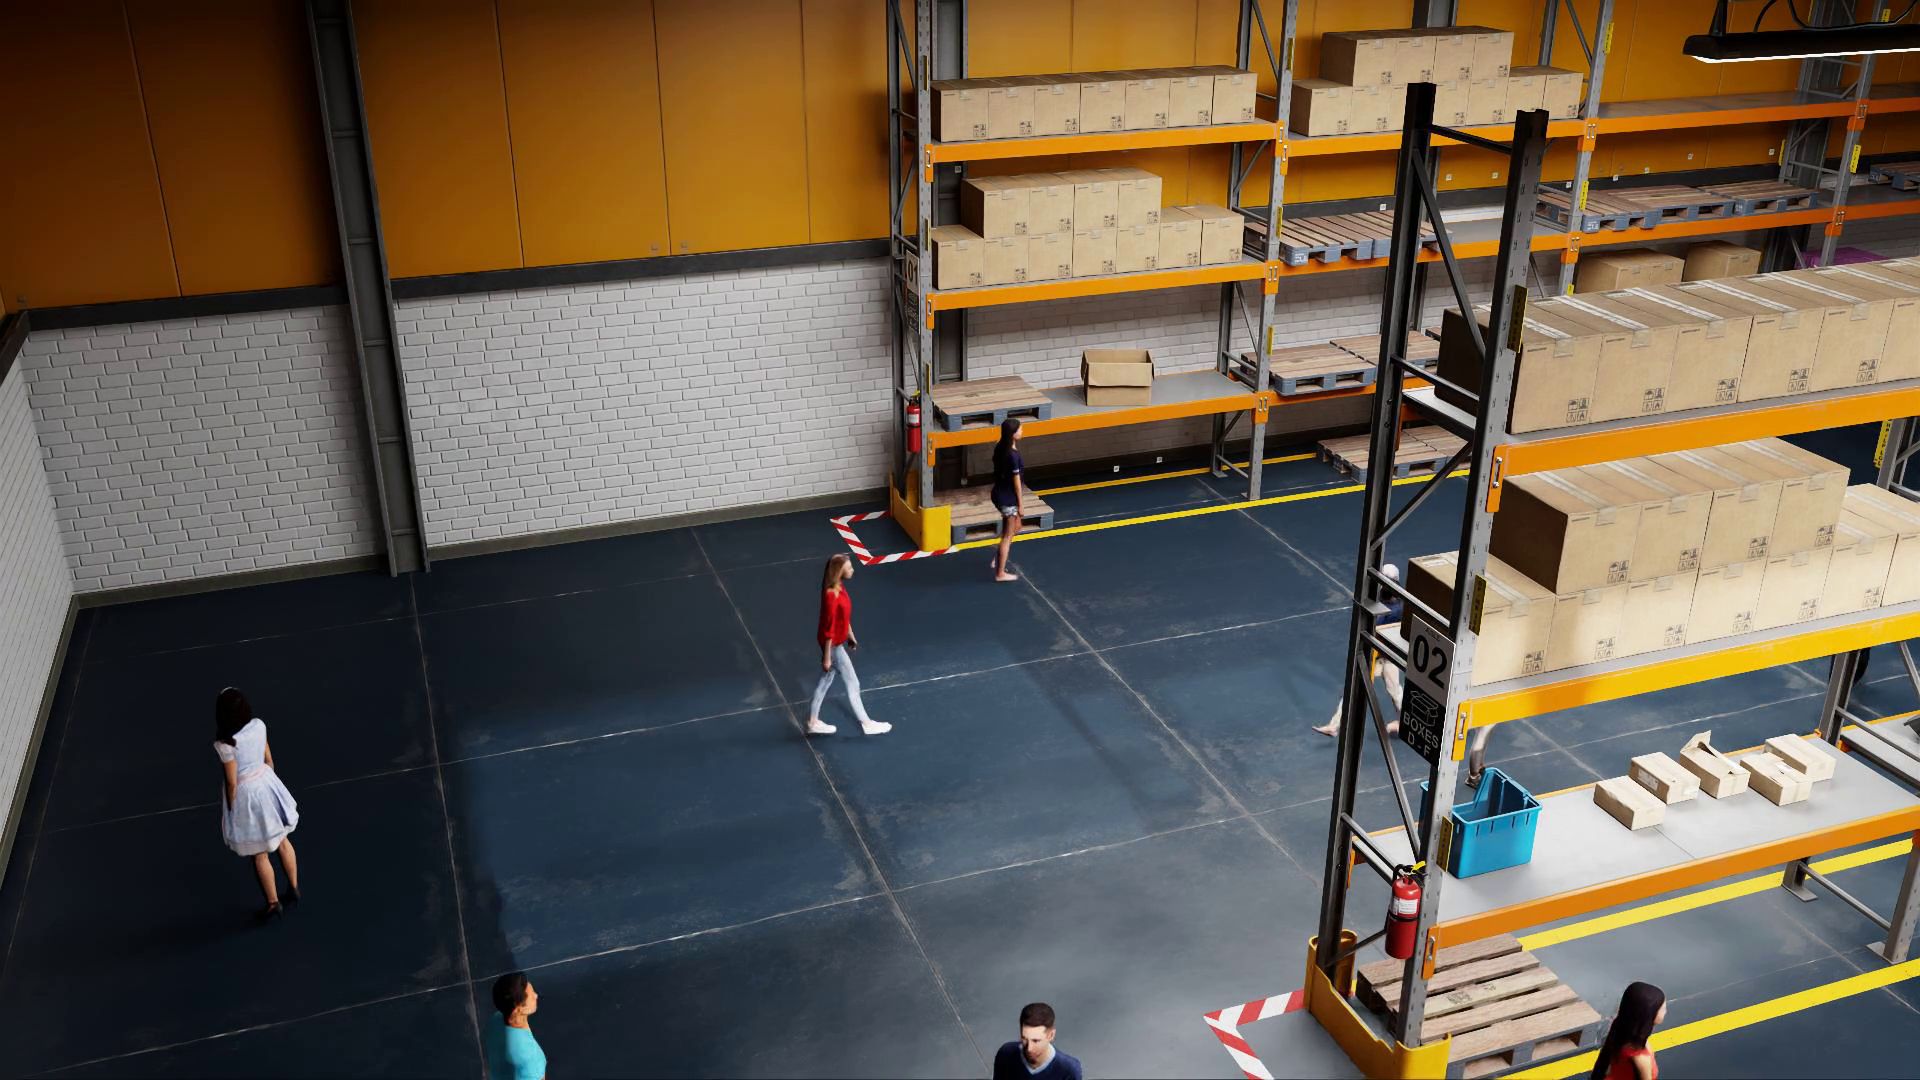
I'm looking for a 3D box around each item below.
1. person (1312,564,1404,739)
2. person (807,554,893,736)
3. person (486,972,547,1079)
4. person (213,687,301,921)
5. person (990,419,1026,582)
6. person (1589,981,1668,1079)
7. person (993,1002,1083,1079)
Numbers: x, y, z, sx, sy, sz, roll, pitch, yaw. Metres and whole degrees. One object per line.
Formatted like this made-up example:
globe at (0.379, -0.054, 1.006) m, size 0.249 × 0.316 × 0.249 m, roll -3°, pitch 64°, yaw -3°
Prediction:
person at (3.599, 0.962, 13.945) m, size 1.117 × 1.636 × 0.614 m, roll -8°, pitch 25°, yaw -17°
person at (-1.144, 0.909, 14.019) m, size 1.066 × 1.674 × 0.860 m, roll 1°, pitch 24°, yaw 2°
person at (-2.424, 3.125, 8.888) m, size 1.193 × 1.724 × 0.819 m, roll -15°, pitch 28°, yaw -30°
person at (-4.946, 1.856, 11.681) m, size 0.919 × 1.813 × 0.857 m, roll 12°, pitch 26°, yaw 25°
person at (0.396, -0.384, 16.877) m, size 0.573 × 1.755 × 0.586 m, roll -9°, pitch 25°, yaw -19°
person at (3.432, 3.129, 8.951) m, size 1.217 × 1.666 × 0.936 m, roll 3°, pitch 24°, yaw 6°
person at (0.410, 3.126, 8.748) m, size 0.882 × 1.834 × 0.927 m, roll 8°, pitch 25°, yaw 18°
